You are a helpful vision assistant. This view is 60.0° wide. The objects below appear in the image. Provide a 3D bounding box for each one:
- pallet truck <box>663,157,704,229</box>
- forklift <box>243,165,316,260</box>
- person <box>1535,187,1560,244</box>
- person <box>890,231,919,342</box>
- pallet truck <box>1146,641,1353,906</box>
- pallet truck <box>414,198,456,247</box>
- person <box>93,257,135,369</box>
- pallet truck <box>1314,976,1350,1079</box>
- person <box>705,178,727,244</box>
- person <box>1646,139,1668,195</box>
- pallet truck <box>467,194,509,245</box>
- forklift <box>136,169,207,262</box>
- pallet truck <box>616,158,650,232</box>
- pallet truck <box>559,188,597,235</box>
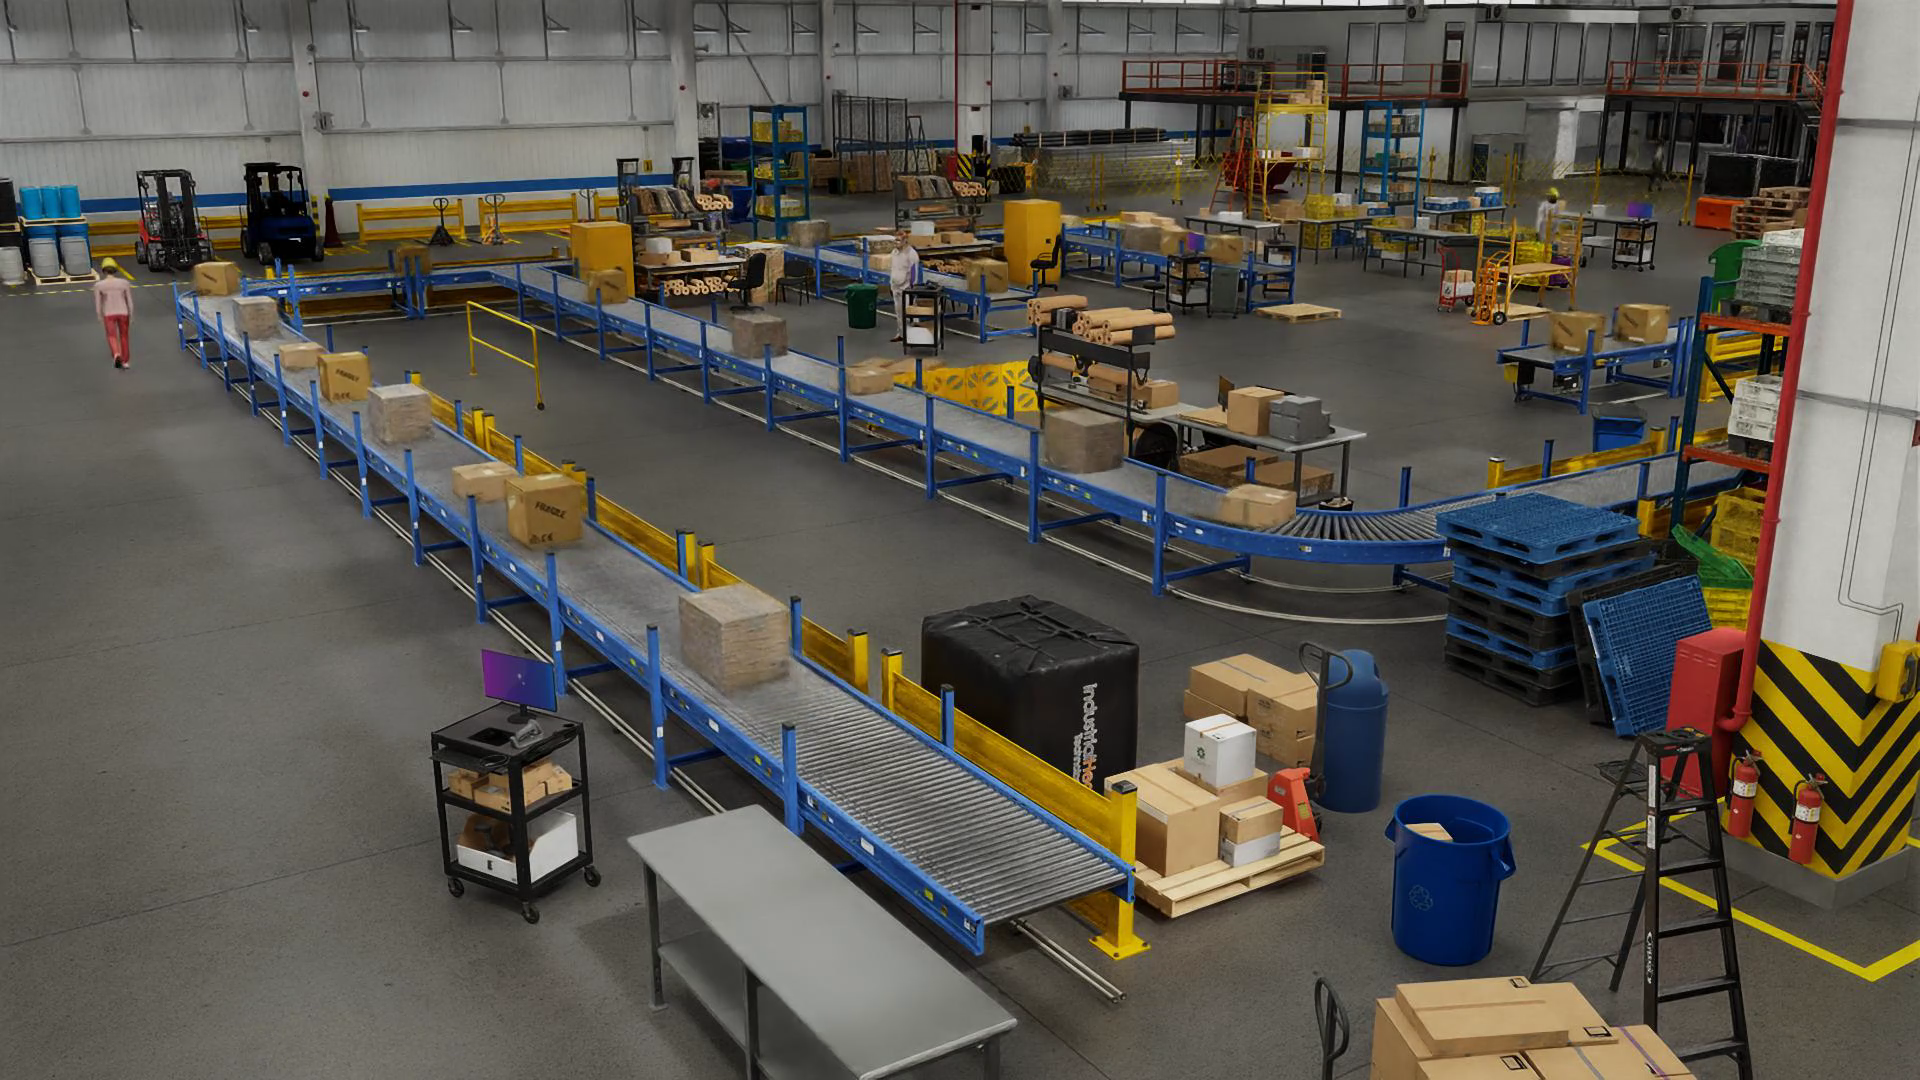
[{"bbox_3d":[-7.586,-9.308,44.692,0.823,1.965,1.885,-11,20,-33],"label":"pallet truck"},{"bbox_3d":[-15.898,-7.669,38.708,1.157,1.987,2.680,-11,20,-33],"label":"forklift"},{"bbox_3d":[13.138,-6.997,37.314,0.619,1.815,0.629,-10,19,-30],"label":"person"},{"bbox_3d":[-0.972,-4.255,28.063,0.398,1.898,0.642,-15,22,-40],"label":"person"},{"bbox_3d":[1.664,1.407,10.232,1.630,1.274,0.653,-10,20,-31],"label":"pallet truck"},{"bbox_3d":[-13.250,-8.060,41.856,0.680,1.201,1.601,-10,20,-31],"label":"pallet truck"},{"bbox_3d":[-13.082,-3.500,25.788,0.530,1.754,0.457,-10,19,-30],"label":"person"},{"bbox_3d":[2.299,2.390,7.086,1.601,1.201,0.680,-2,17,-7],"label":"pallet truck"},{"bbox_3d":[-5.510,-7.014,37.012,0.722,2.020,0.649,-13,21,-37],"label":"person"},{"bbox_3d":[23.270,-12.378,55.203,0.771,1.815,0.521,5,17,15],"label":"person"},{"bbox_3d":[-11.983,-8.177,42.137,0.704,1.261,1.522,-11,20,-33],"label":"pallet truck"},{"bbox_3d":[-17.842,-7.318,37.559,1.157,1.987,2.680,-10,20,-31],"label":"forklift"},{"bbox_3d":[-8.918,-9.176,44.255,0.823,1.965,1.885,-9,19,-27],"label":"pallet truck"},{"bbox_3d":[-10.010,-8.652,43.699,0.653,1.274,1.630,-10,20,-31],"label":"pallet truck"}]
